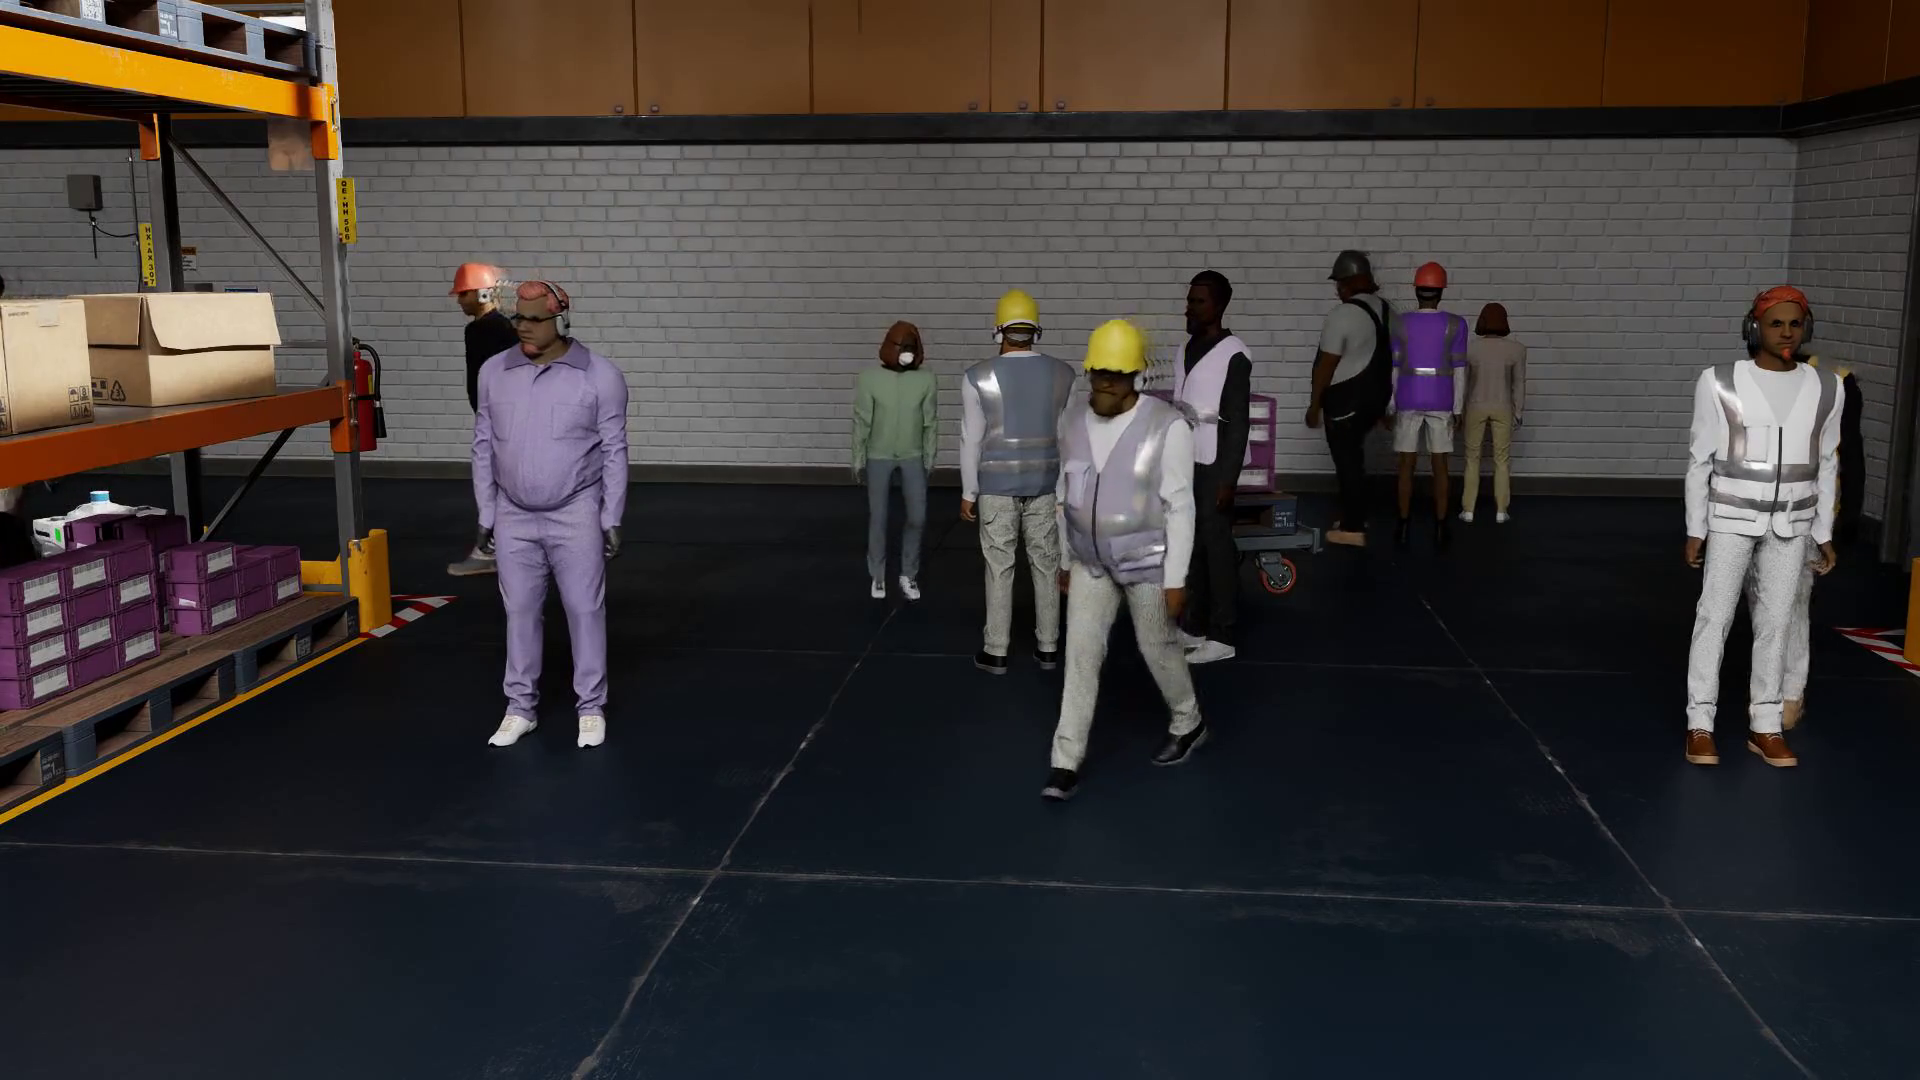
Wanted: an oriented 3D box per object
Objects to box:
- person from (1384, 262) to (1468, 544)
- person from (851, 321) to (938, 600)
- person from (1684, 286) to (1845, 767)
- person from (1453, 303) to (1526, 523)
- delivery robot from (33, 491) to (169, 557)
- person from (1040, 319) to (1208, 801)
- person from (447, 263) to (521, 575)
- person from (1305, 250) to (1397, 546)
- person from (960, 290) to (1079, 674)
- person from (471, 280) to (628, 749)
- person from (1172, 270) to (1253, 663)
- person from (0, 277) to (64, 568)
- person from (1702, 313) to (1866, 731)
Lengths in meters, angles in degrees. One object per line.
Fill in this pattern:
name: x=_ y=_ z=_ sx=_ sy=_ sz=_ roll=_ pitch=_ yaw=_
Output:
person: x=3.204 y=-0.939 z=11.481 sx=0.546 sy=1.939 sz=0.375 roll=3 pitch=10 yaw=17
person: x=-0.381 y=-0.446 z=9.575 sx=0.540 sy=1.613 sz=0.520 roll=-2 pitch=10 yaw=-13
person: x=3.131 y=-0.044 z=6.516 sx=0.573 sy=1.883 sz=0.353 roll=1 pitch=10 yaw=6
person: x=3.925 y=-0.939 z=12.353 sx=0.508 sy=1.631 sz=0.271 roll=2 pitch=10 yaw=13
delivery robot: x=-5.214 y=-0.055 z=10.111 sx=0.477 sy=0.478 sz=0.707 roll=8 pitch=12 yaw=37
person: x=0.631 y=0.056 z=6.269 sx=0.634 sy=1.781 sz=0.942 roll=7 pitch=12 yaw=34
person: x=-2.846 y=-0.779 z=10.552 sx=0.903 sy=1.955 sz=0.647 roll=-8 pitch=12 yaw=-37
person: x=2.657 y=-0.987 z=11.464 sx=0.701 sy=2.000 sz=0.571 roll=-9 pitch=14 yaw=-43
person: x=0.272 y=-0.271 z=7.958 sx=0.586 sy=1.833 sz=0.403 roll=-3 pitch=10 yaw=-16
person: x=-1.671 y=-0.093 z=6.749 sx=0.636 sy=1.903 sz=0.404 roll=1 pitch=10 yaw=4
person: x=1.220 y=-0.362 z=8.225 sx=0.392 sy=1.922 sz=0.593 roll=-4 pitch=11 yaw=-24
person: x=-5.016 y=-0.419 z=8.511 sx=0.645 sy=1.922 sz=0.836 roll=3 pitch=10 yaw=19
person: x=3.470 y=-0.104 z=7.121 sx=0.658 sy=1.804 sz=0.639 roll=-9 pitch=13 yaw=-42
